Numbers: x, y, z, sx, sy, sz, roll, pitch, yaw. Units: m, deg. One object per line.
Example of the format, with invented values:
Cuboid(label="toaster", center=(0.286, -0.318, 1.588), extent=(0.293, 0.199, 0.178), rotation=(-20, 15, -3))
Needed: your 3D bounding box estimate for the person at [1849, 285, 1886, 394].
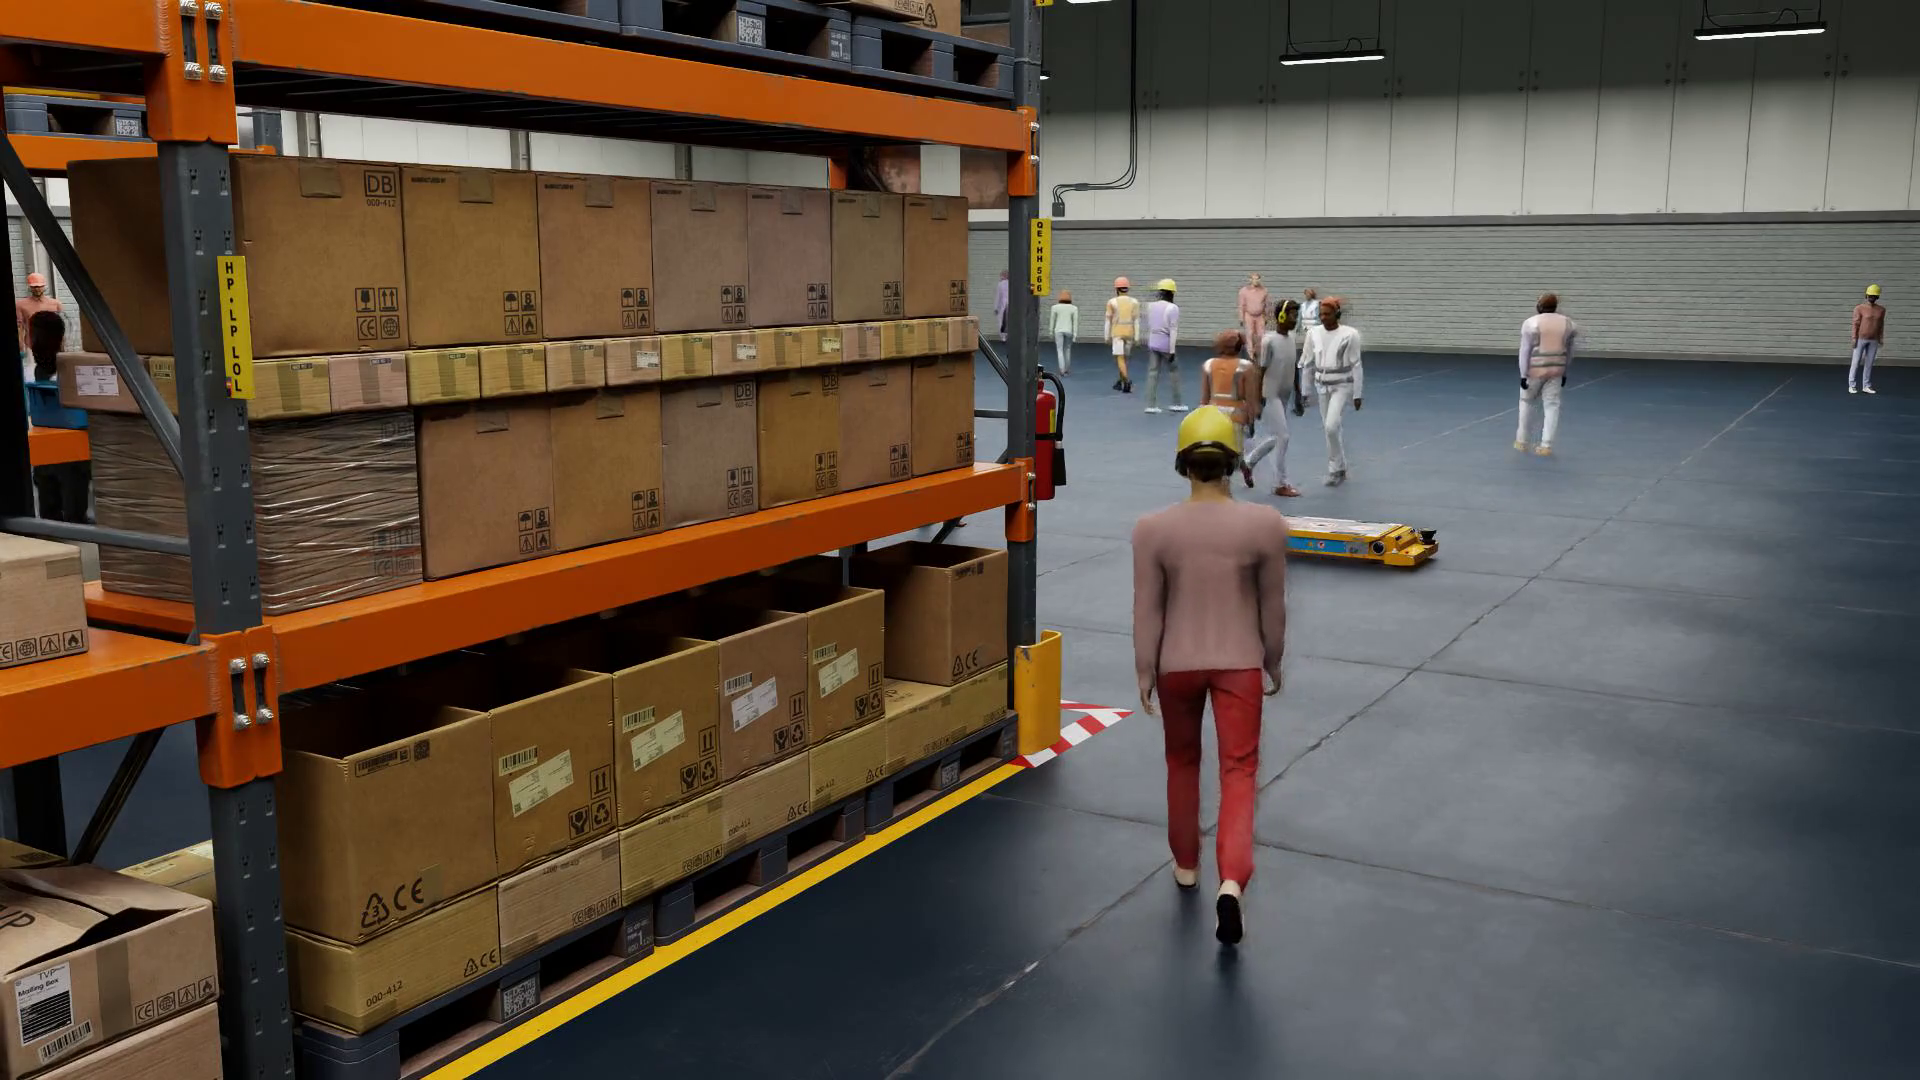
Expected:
Cuboid(label="person", center=(14.745, -3.254, 27.003), extent=(0.526, 1.765, 0.329), rotation=(0, 10, -2))

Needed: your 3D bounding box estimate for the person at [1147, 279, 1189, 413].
Cuboid(label="person", center=(2.953, -2.752, 23.670), extent=(0.816, 1.894, 0.595), rotation=(-9, 13, -41))

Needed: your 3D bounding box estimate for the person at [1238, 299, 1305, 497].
Cuboid(label="person", center=(2.938, -1.342, 15.624), extent=(0.773, 1.839, 0.525), rotation=(9, 13, 41))

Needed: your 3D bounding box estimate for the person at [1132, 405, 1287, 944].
Cuboid(label="person", center=(0.826, 0.423, 5.548), extent=(0.520, 1.737, 0.825), rotation=(2, 10, 10))

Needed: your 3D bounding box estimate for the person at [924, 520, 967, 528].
Cuboid(label="person", center=(-0.177, -0.906, 13.635), extent=(0.497, 1.634, 0.287), rotation=(6, 11, 30))

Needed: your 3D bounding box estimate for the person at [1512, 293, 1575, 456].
Cuboid(label="person", center=(6.567, -1.881, 18.820), extent=(0.646, 1.808, 0.830), rotation=(0, 10, -2))

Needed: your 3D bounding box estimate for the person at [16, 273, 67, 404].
Cuboid(label="person", center=(-12.815, -2.725, 23.229), extent=(0.613, 1.994, 0.395), rotation=(-6, 12, -33))

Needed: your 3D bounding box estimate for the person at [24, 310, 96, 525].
Cuboid(label="person", center=(-5.624, -0.513, 10.583), extent=(0.605, 1.900, 0.648), rotation=(6, 11, 30))

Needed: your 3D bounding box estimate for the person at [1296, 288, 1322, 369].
Cuboid(label="person", center=(6.953, -4.199, 33.031), extent=(0.870, 1.594, 0.534), rotation=(-6, 11, -31))

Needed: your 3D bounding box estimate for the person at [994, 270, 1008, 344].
Cuboid(label="person", center=(1.211, -5.913, 42.277), extent=(0.693, 1.878, 0.465), rotation=(-2, 10, -12))

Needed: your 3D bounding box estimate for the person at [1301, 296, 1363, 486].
Cuboid(label="person", center=(3.651, -1.453, 16.227), extent=(0.768, 1.837, 0.602), rotation=(-8, 13, -41))

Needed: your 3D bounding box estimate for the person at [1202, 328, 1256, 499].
Cuboid(label="person", center=(2.271, -1.010, 14.325), extent=(0.520, 1.615, 0.709), rotation=(7, 12, 37))

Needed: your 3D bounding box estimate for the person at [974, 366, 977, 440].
Cuboid(label="person", center=(-0.040, -2.041, 20.095), extent=(0.532, 1.696, 0.319), rotation=(6, 11, 30))

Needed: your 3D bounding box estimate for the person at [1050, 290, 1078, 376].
Cuboid(label="person", center=(1.949, -3.863, 31.032), extent=(0.499, 1.605, 0.777), rotation=(0, 10, -2))

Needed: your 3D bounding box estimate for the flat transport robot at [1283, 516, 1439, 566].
Cuboid(label="flat transport robot", center=(2.767, -0.015, 12.398), extent=(1.431, 0.197, 0.652), rotation=(6, 11, 30))

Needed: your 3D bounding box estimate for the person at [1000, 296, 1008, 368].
Cuboid(label="person", center=(1.139, -4.109, 31.948), extent=(0.959, 1.808, 0.617), rotation=(-7, 12, -37))

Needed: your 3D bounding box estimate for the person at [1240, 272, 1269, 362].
Cuboid(label="person", center=(6.227, -4.723, 35.234), extent=(0.649, 1.888, 0.465), rotation=(-1, 10, -5))

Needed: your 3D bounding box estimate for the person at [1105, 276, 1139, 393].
Cuboid(label="person", center=(2.683, -3.372, 27.317), extent=(0.554, 1.906, 0.917), rotation=(-2, 10, -13))
